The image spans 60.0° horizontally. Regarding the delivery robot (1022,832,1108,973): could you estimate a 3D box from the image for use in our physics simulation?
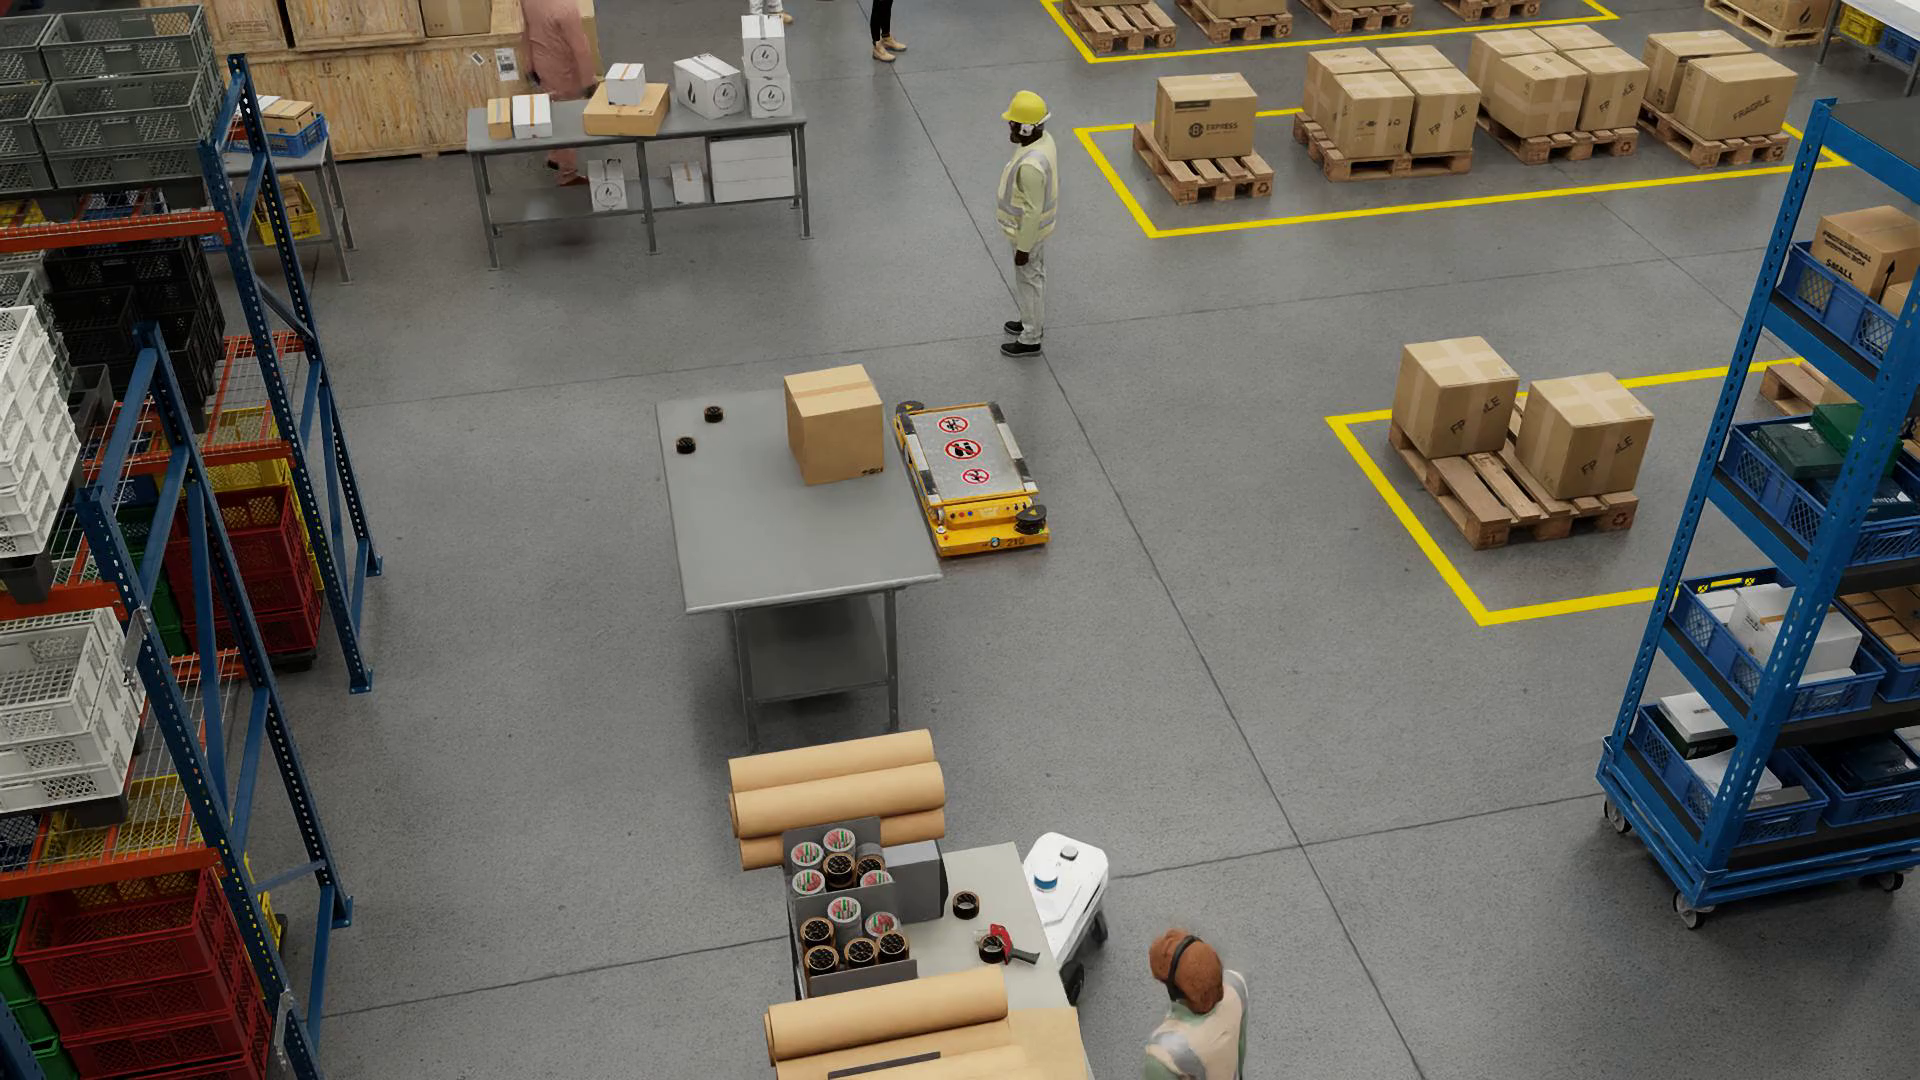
[{"bbox_3d":[0.361,1.579,7.097,0.477,0.478,0.707,16,40,21],"label":"delivery robot"}]

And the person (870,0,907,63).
[{"bbox_3d":[-0.692,-5.365,15.555,0.319,1.697,0.533,13,39,17],"label":"person"}]

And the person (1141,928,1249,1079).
[{"bbox_3d":[0.786,1.974,5.753,0.382,1.622,0.538,26,44,30],"label":"person"}]

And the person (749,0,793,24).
[{"bbox_3d":[-1.891,-5.899,16.166,0.432,1.836,0.618,20,41,25],"label":"person"}]

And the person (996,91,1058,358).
[{"bbox_3d":[0.438,-2.090,11.040,0.404,1.830,0.602,5,37,7],"label":"person"}]

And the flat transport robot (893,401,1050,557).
[{"bbox_3d":[0.046,-0.430,10.108,0.652,0.197,1.431,-8,37,-10],"label":"flat transport robot"}]

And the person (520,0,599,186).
[{"bbox_3d":[-3.157,-3.712,13.179,0.473,1.890,0.661,-27,44,-31],"label":"person"}]
